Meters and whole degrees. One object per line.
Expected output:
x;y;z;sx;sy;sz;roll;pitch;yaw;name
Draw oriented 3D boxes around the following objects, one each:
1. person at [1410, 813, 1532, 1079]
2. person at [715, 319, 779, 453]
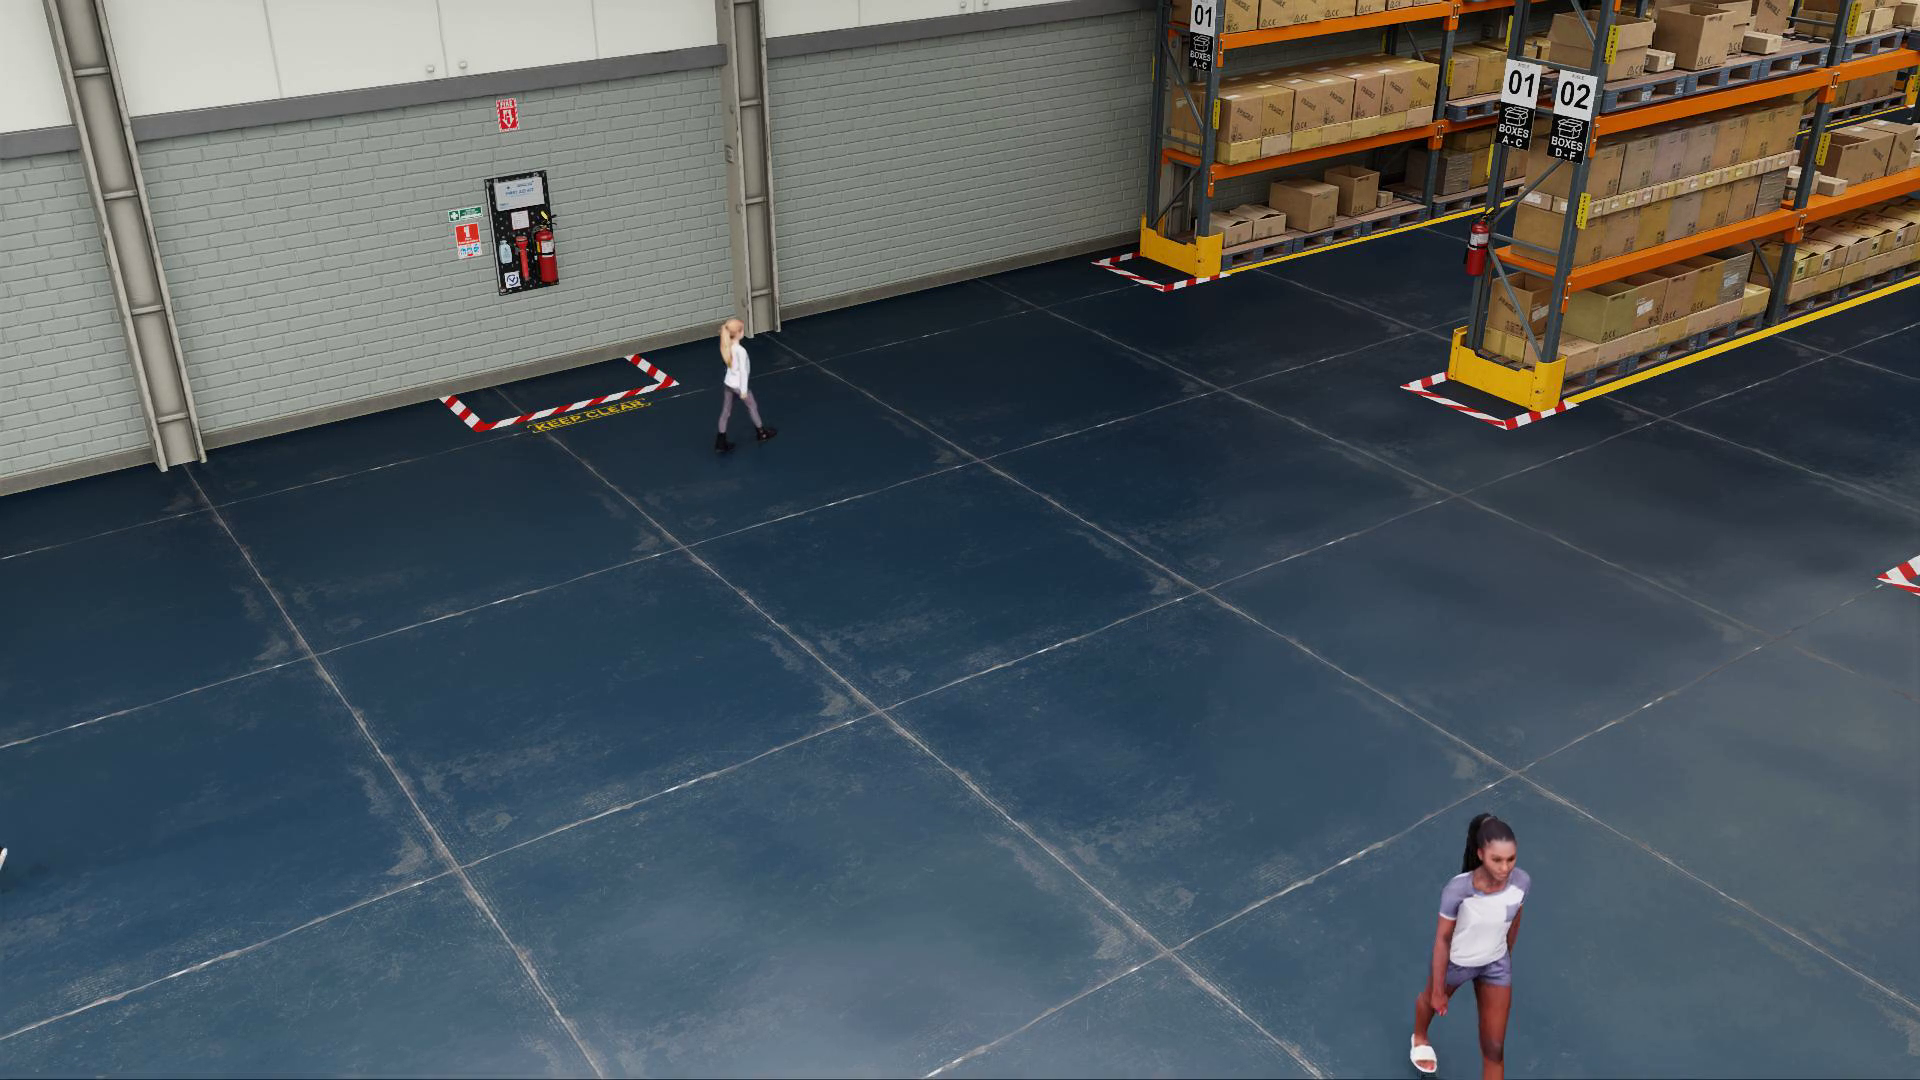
2.423;2.022;8.046;1.209;1.668;1.056;-4;27;-7;person
-2.081;-1.379;15.114;0.912;1.245;0.589;-23;35;-38;person
